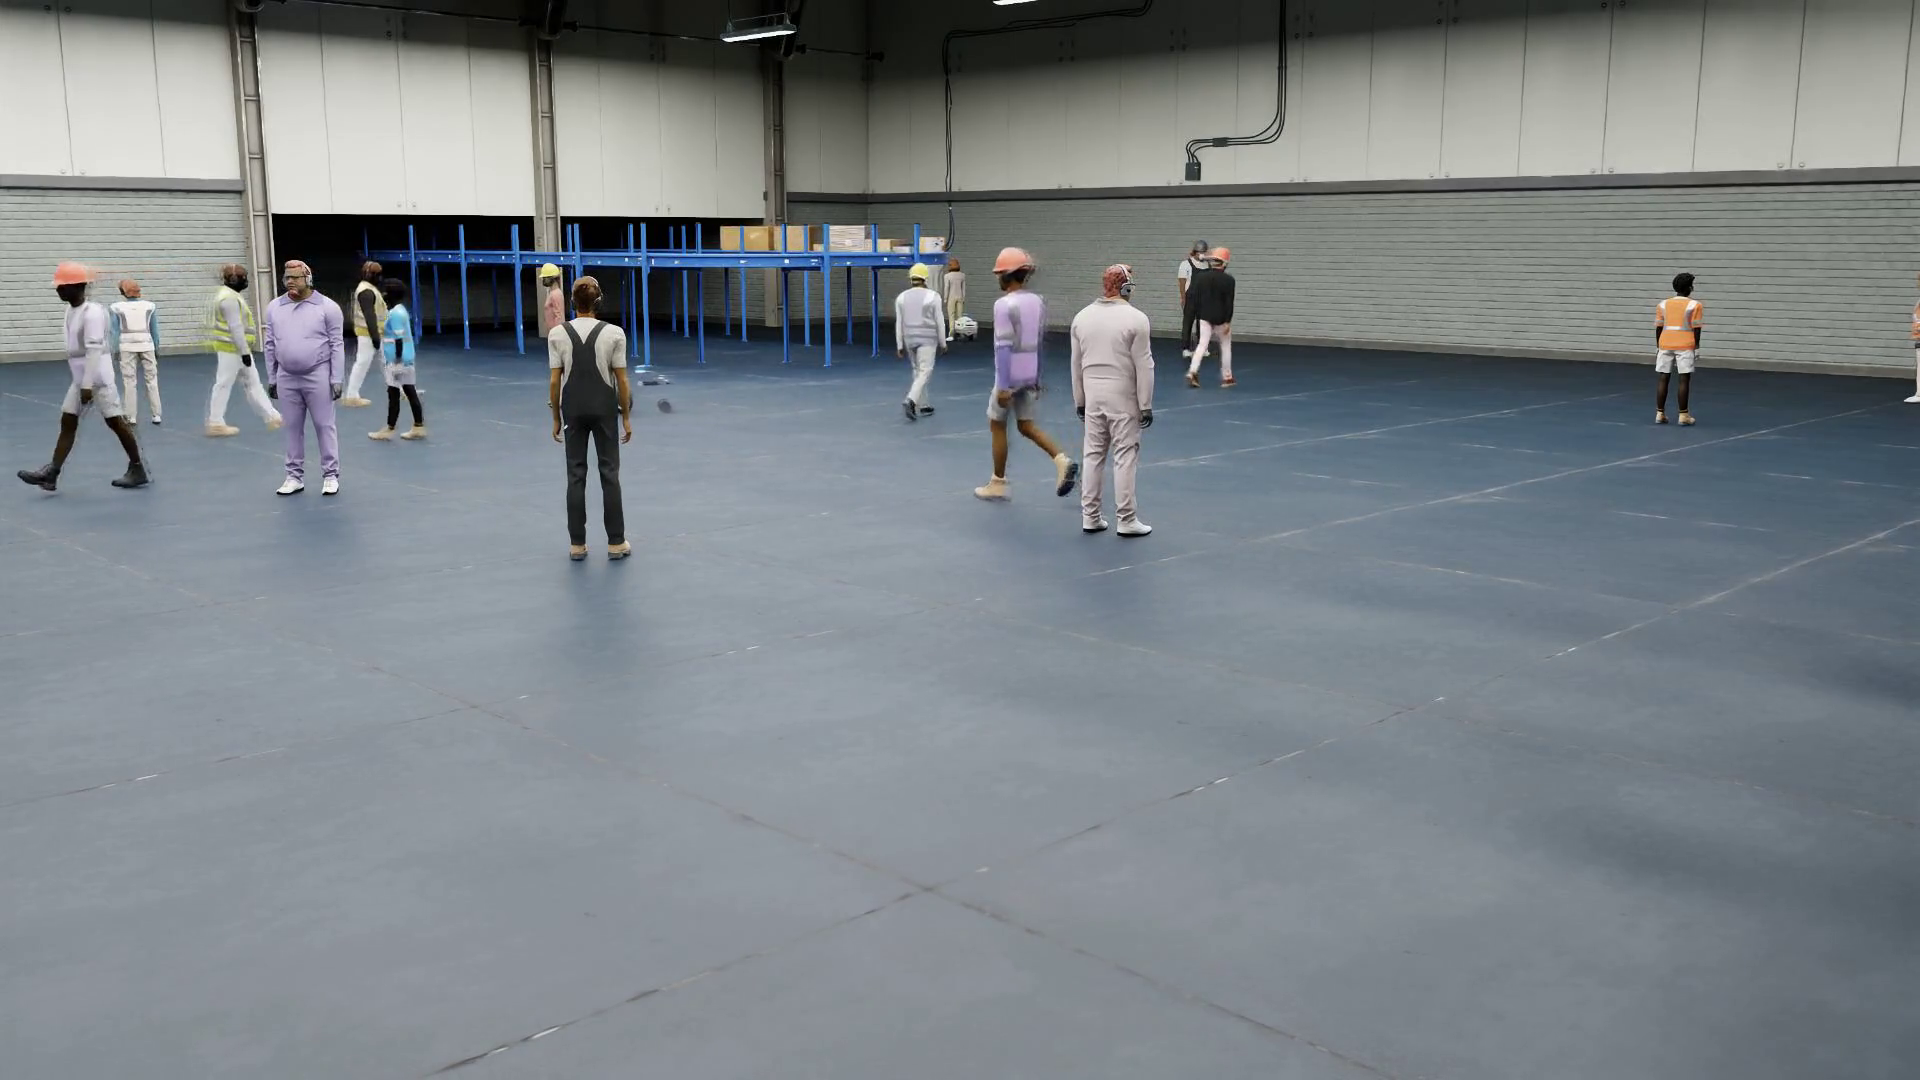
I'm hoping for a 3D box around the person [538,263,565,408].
[{"bbox_3d":[-5.007,-2.522,20.535,0.329,1.765,0.533,-3,11,-15],"label":"person"}]

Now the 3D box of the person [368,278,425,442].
[{"bbox_3d":[-5.845,-1.862,17.194,0.446,1.692,0.558,-2,11,-10],"label":"person"}]

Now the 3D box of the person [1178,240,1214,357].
[{"bbox_3d":[4.187,-4.215,29.126,0.674,2.000,0.535,-4,11,-22],"label":"person"}]

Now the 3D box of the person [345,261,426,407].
[{"bbox_3d":[-7.231,-2.558,20.686,0.975,1.781,0.634,-3,11,-14],"label":"person"}]

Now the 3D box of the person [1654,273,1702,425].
[{"bbox_3d":[8.062,-2.149,18.690,0.321,1.694,0.535,-9,14,-40],"label":"person"}]

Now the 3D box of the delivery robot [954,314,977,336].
[{"bbox_3d":[0.089,-4.303,33.406,0.477,0.478,0.707,-3,11,-17],"label":"delivery robot"}]

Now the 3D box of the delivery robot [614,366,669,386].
[{"bbox_3d":[-3.870,-1.991,20.089,0.698,0.223,0.335,-2,11,-11],"label":"delivery robot"}]

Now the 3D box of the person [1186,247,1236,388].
[{"bbox_3d":[3.523,-3.102,23.198,0.615,1.958,0.982,8,13,36],"label":"person"}]

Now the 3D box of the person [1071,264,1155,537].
[{"bbox_3d":[1.102,-0.987,11.775,0.651,1.906,0.403,8,13,38],"label":"person"}]

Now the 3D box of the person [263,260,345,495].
[{"bbox_3d":[-5.368,-1.323,13.609,0.645,1.908,0.408,0,10,0],"label":"person"}]

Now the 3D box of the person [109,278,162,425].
[{"bbox_3d":[-9.235,-2.109,18.649,0.507,1.634,0.312,-8,13,-38],"label":"person"}]

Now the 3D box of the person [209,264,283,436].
[{"bbox_3d":[-7.610,-2.023,17.722,0.936,1.797,0.662,-3,11,-18],"label":"person"}]

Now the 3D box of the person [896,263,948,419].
[{"bbox_3d":[-0.478,-2.305,19.262,0.590,1.802,0.841,6,12,31],"label":"person"}]

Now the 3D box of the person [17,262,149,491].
[{"bbox_3d":[-7.283,-1.339,13.747,0.566,1.876,1.022,8,13,38],"label":"person"}]

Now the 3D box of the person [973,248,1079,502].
[{"bbox_3d":[0.511,-1.297,13.185,0.834,2.021,0.615,7,13,35],"label":"person"}]

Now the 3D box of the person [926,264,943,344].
[{"bbox_3d":[-0.600,-4.764,32.294,0.629,1.937,0.378,-9,14,-41],"label":"person"}]

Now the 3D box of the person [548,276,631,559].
[{"bbox_3d":[-2.420,-0.798,10.914,0.514,1.843,0.327,-1,10,-4],"label":"person"}]

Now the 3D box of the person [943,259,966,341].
[{"bbox_3d":[-0.108,-4.826,33.451,0.499,1.635,0.287,-6,12,-32],"label":"person"}]

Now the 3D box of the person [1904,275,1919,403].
[{"bbox_3d":[12.199,-2.554,21.043,0.314,1.642,0.514,8,13,38],"label":"person"}]
